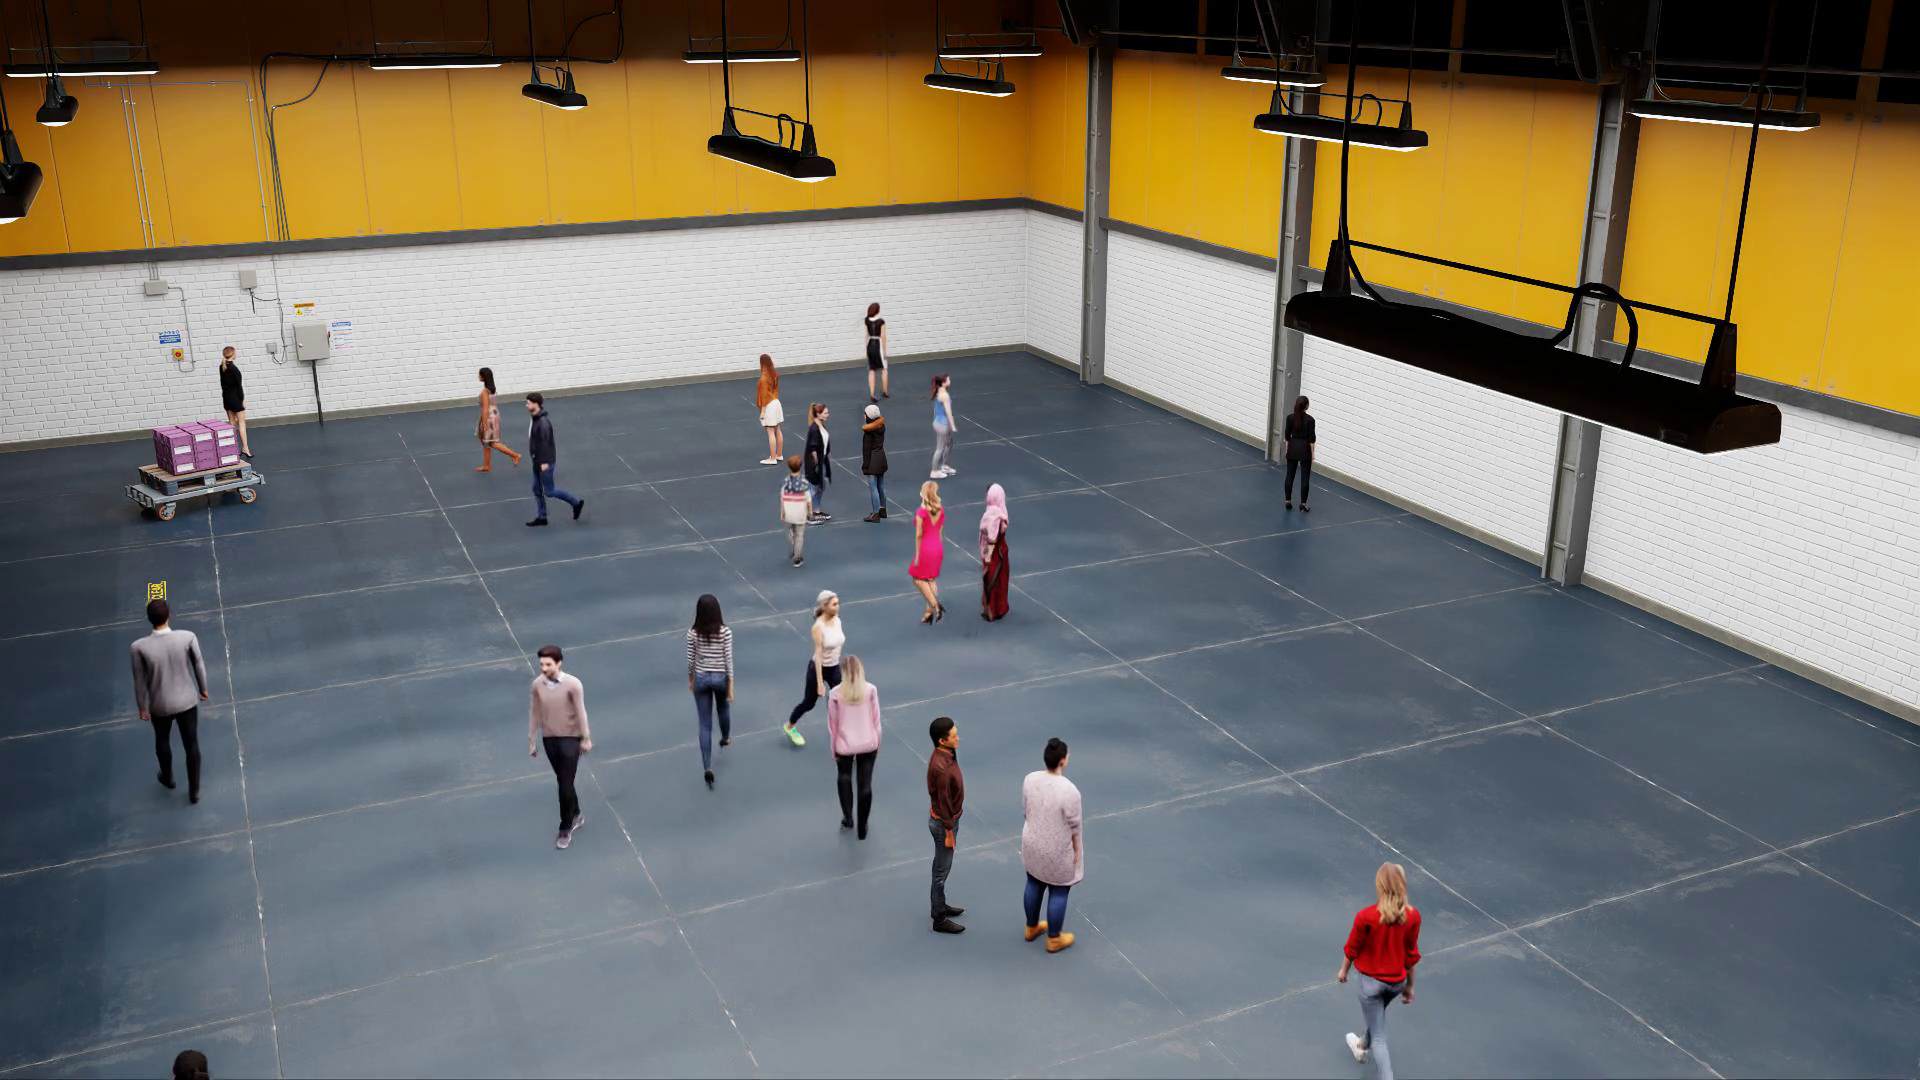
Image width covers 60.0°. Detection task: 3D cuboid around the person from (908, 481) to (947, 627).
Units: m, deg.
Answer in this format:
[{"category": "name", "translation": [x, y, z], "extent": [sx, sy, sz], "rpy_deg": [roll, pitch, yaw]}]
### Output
[{"category": "person", "translation": [-0.292, 0.181, 19.101], "extent": [0.856, 1.709, 0.761], "rpy_deg": [16, 24, 40]}]

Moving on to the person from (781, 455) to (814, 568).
[{"category": "person", "translation": [-2.107, -0.352, 21.139], "extent": [0.780, 1.419, 0.884], "rpy_deg": [3, 19, 10]}]

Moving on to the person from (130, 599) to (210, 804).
[{"category": "person", "translation": [-7.053, 1.481, 14.936], "extent": [0.772, 1.904, 0.919], "rpy_deg": [-9, 21, -26]}]

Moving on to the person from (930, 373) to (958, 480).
[{"category": "person", "translation": [-0.338, -1.691, 24.842], "extent": [0.686, 1.592, 0.643], "rpy_deg": [-4, 19, -13]}]

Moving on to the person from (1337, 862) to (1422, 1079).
[{"category": "person", "translation": [2.783, 2.967, 10.907], "extent": [0.787, 1.658, 1.164], "rpy_deg": [-4, 19, -12]}]

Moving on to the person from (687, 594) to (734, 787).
[{"category": "person", "translation": [-2.312, 1.426, 15.372], "extent": [0.917, 1.729, 1.237], "rpy_deg": [0, 19, -1]}]

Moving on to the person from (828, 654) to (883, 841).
[{"category": "person", "translation": [-0.897, 1.809, 14.324], "extent": [0.704, 1.672, 0.711], "rpy_deg": [0, 19, -1]}]

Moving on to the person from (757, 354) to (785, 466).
[{"category": "person", "translation": [-2.906, -2.027, 25.646], "extent": [0.761, 1.716, 0.716], "rpy_deg": [9, 20, 24]}]

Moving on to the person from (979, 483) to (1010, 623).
[{"category": "person", "translation": [0.411, 0.119, 19.395], "extent": [0.819, 1.639, 0.746], "rpy_deg": [5, 19, 15]}]

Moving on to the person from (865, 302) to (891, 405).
[{"category": "person", "translation": [-1.515, -3.257, 29.200], "extent": [0.896, 1.779, 0.941], "rpy_deg": [8, 20, 23]}]

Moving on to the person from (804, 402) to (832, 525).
[{"category": "person", "translation": [-1.987, -1.063, 22.838], "extent": [0.813, 1.681, 0.725], "rpy_deg": [4, 19, 11]}]

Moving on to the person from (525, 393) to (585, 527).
[{"category": "person", "translation": [-5.560, -1.077, 22.592], "extent": [0.746, 1.866, 0.957], "rpy_deg": [-9, 21, -25]}]

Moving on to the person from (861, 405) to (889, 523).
[{"category": "person", "translation": [-1.169, -1.068, 22.929], "extent": [0.771, 1.633, 0.721], "rpy_deg": [8, 20, 23]}]

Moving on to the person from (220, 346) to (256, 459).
[{"category": "person", "translation": [-11.320, -2.157, 25.952], "extent": [0.639, 1.767, 0.715], "rpy_deg": [9, 21, 25]}]

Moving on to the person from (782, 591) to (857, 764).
[{"category": "person", "translation": [-1.370, 1.289, 15.879], "extent": [1.262, 1.666, 1.022], "rpy_deg": [12, 22, 32]}]

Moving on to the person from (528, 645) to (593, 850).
[{"category": "person", "translation": [-3.416, 1.713, 14.428], "extent": [0.910, 1.788, 0.986], "rpy_deg": [4, 19, 13]}]

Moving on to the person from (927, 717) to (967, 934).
[{"category": "person", "translation": [-0.131, 2.202, 12.984], "extent": [0.774, 1.782, 0.620], "rpy_deg": [0, 19, 0]}]

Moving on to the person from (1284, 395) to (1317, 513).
[{"category": "person", "translation": [4.754, -1.212, 23.310], "extent": [0.651, 1.662, 0.751], "rpy_deg": [12, 22, 33]}]

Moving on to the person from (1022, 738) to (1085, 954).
[{"category": "person", "translation": [0.681, 2.314, 12.714], "extent": [0.717, 1.743, 0.838], "rpy_deg": [15, 24, 38]}]

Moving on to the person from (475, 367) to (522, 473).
[{"category": "person", "translation": [-7.017, -1.795, 25.097], "extent": [0.920, 1.627, 1.005], "rpy_deg": [-1, 19, -2]}]
